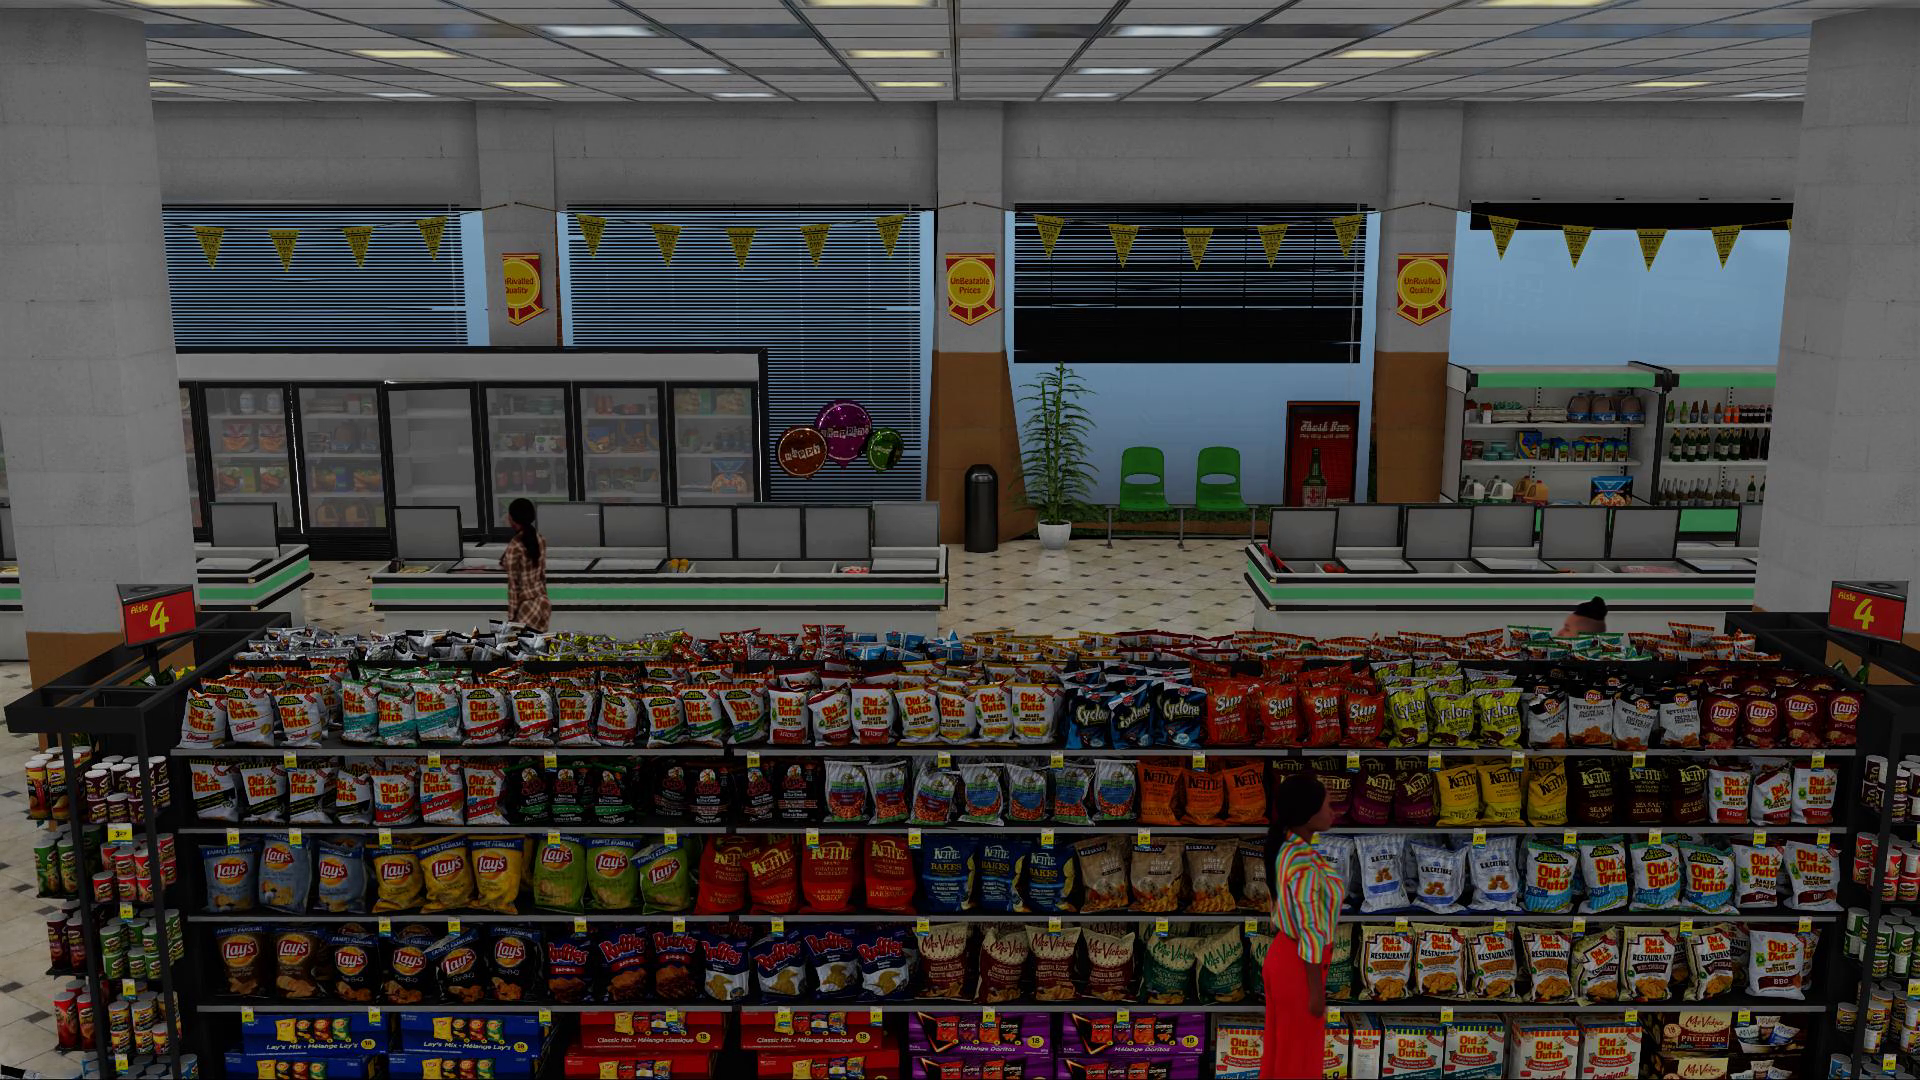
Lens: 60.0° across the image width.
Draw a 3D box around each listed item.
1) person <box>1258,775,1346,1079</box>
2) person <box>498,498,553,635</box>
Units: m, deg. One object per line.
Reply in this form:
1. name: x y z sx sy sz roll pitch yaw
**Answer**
1. person: 1.346 1.799 6.689 0.566 1.793 0.623 -2 12 -7
2. person: -3.252 0.560 12.570 0.664 1.794 0.656 5 13 23
